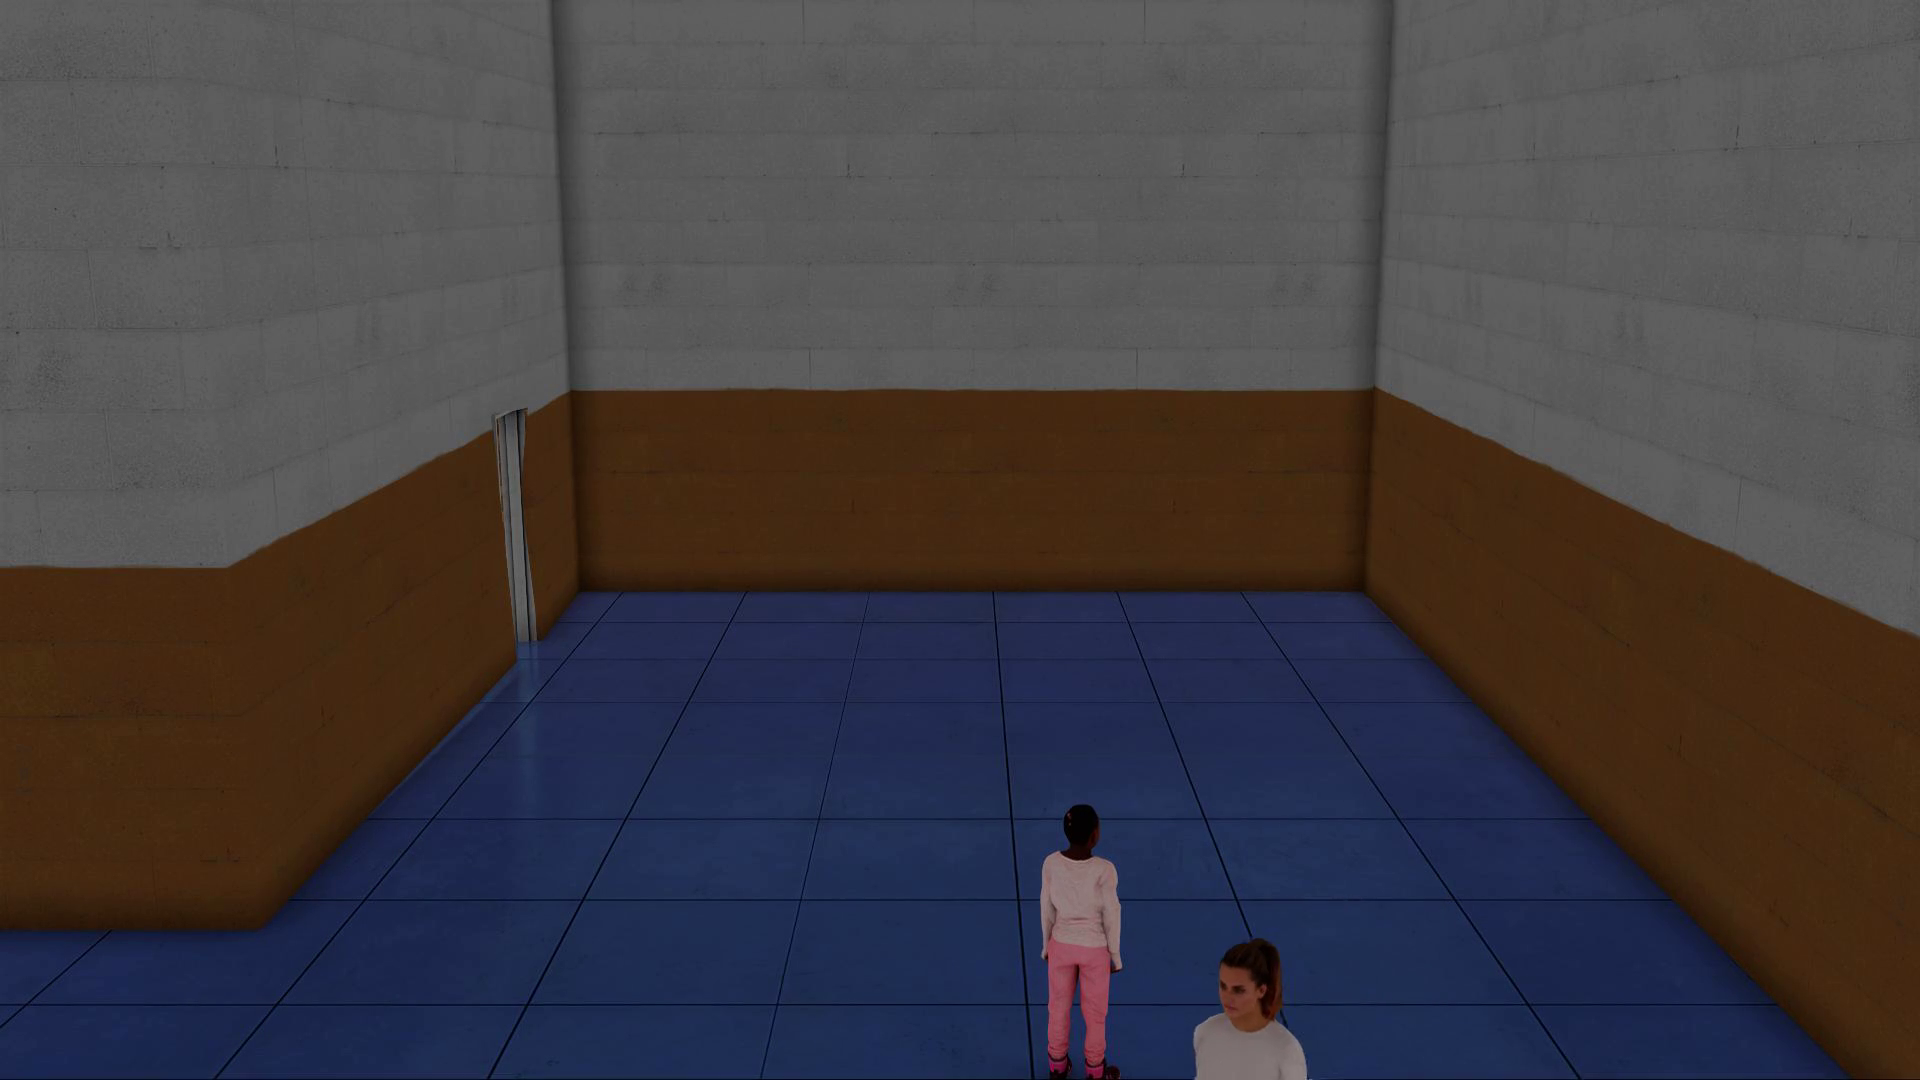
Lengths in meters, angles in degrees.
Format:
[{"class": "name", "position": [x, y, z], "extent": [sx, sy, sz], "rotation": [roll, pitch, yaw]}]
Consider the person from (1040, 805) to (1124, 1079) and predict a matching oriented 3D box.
[{"class": "person", "position": [0.570, 1.928, 7.928], "extent": [0.546, 1.445, 0.677], "rotation": [5, 13, 23]}]

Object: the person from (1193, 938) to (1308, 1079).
[{"class": "person", "position": [1.063, 2.224, 5.912], "extent": [1.082, 1.697, 1.058], "rotation": [9, 15, 36]}]
